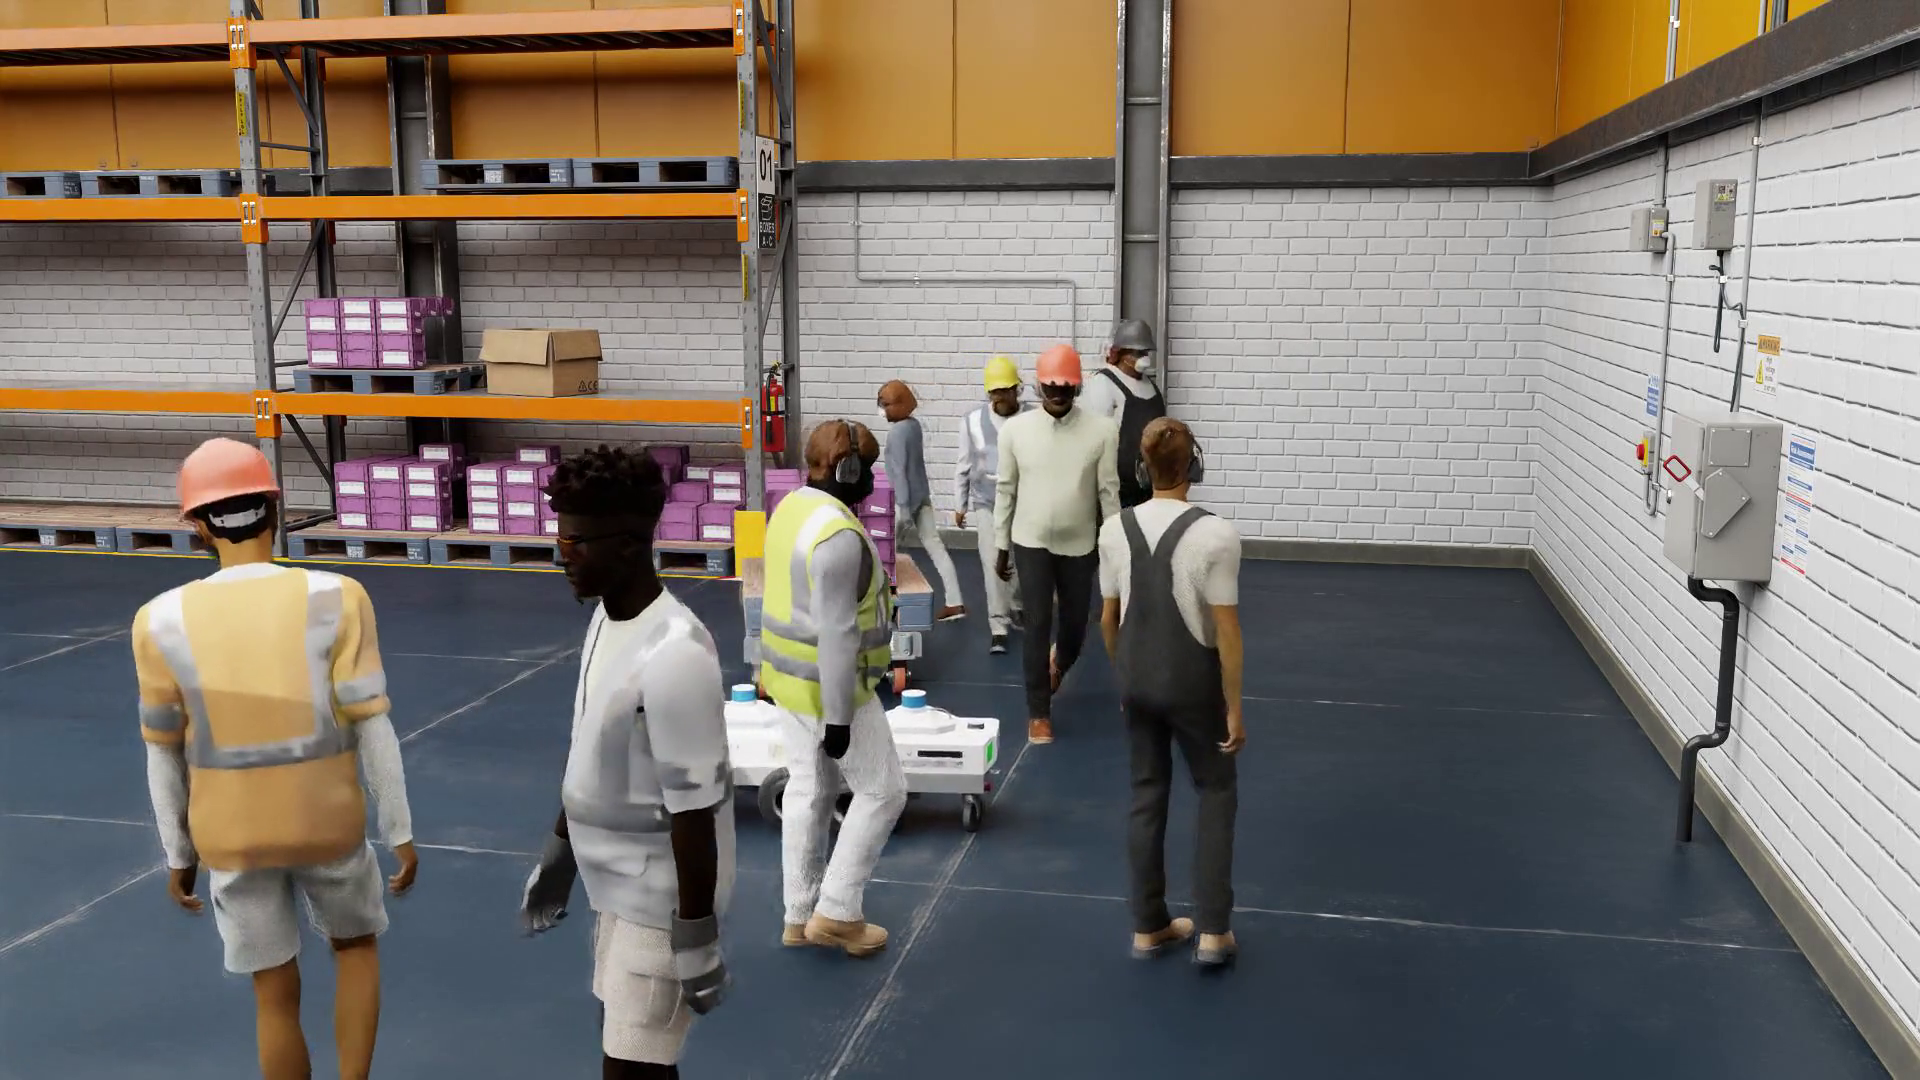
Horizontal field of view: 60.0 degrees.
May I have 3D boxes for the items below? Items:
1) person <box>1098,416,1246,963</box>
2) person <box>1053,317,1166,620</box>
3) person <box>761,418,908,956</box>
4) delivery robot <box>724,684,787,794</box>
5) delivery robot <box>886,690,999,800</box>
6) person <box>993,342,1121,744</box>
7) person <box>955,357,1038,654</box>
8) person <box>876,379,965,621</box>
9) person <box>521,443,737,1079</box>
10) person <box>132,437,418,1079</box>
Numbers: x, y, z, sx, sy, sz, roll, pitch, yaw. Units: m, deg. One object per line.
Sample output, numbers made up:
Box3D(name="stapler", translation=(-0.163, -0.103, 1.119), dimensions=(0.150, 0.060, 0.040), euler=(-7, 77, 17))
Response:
Box3D(name="person", translation=(0.704, 0.514, 5.467), dimensions=(0.533, 1.825, 0.379), euler=(6, 11, 32))
Box3D(name="person", translation=(1.043, -0.455, 10.650), dimensions=(0.678, 2.000, 0.947), euler=(-9, 13, -43))
Box3D(name="person", translation=(-0.412, 0.502, 5.574), dimensions=(0.489, 1.815, 0.627), euler=(-5, 10, -25))
Box3D(name="delivery robot", translation=(-0.904, 0.849, 6.975), dimensions=(0.707, 0.478, 0.477), euler=(1, 9, 4))
Box3D(name="delivery robot", translation=(-0.189, 0.864, 6.884), dimensions=(0.707, 0.478, 0.477), euler=(1, 9, 4))
Box3D(name="person", translation=(0.477, -0.021, 8.292), dimensions=(0.631, 1.957, 0.801), euler=(0, 9, 0))
Box3D(name="person", translation=(0.295, -0.244, 10.205), dimensions=(0.645, 1.779, 0.957), euler=(0, 9, -2))
Box3D(name="person", translation=(-0.339, -0.247, 10.750), dimensions=(0.838, 1.588, 0.516), euler=(4, 10, 23))
Box3D(name="person", translation=(-0.714, 0.756, 3.640), dimensions=(0.459, 1.944, 0.606), euler=(-4, 10, -20))
Box3D(name="person", translation=(-1.656, 0.700, 4.077), dimensions=(0.593, 1.909, 0.428), euler=(-3, 10, -16))
